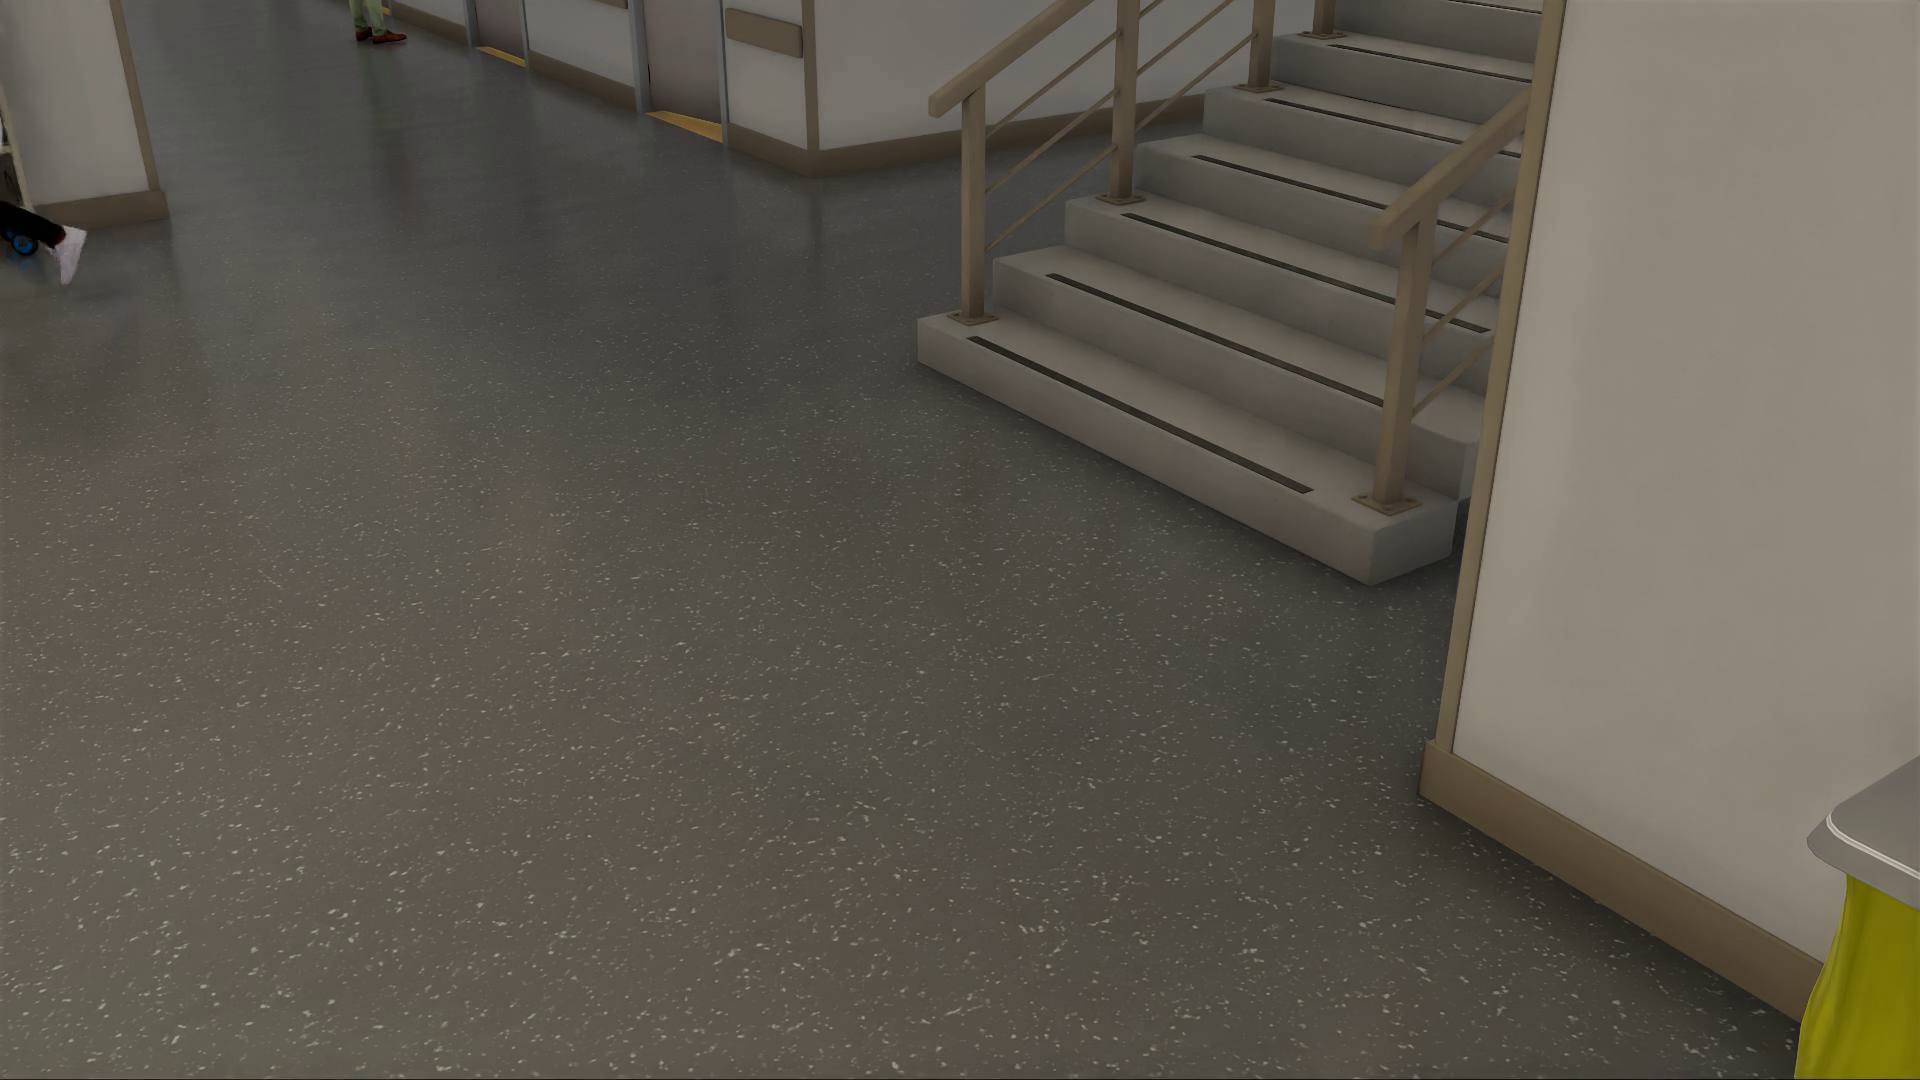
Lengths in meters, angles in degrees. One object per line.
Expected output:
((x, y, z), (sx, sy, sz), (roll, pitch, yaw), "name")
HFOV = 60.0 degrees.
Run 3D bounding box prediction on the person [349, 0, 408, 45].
((-5.252, -5.337, 14.559), (0.742, 1.870, 0.698), (19, 32, 34), "person")
